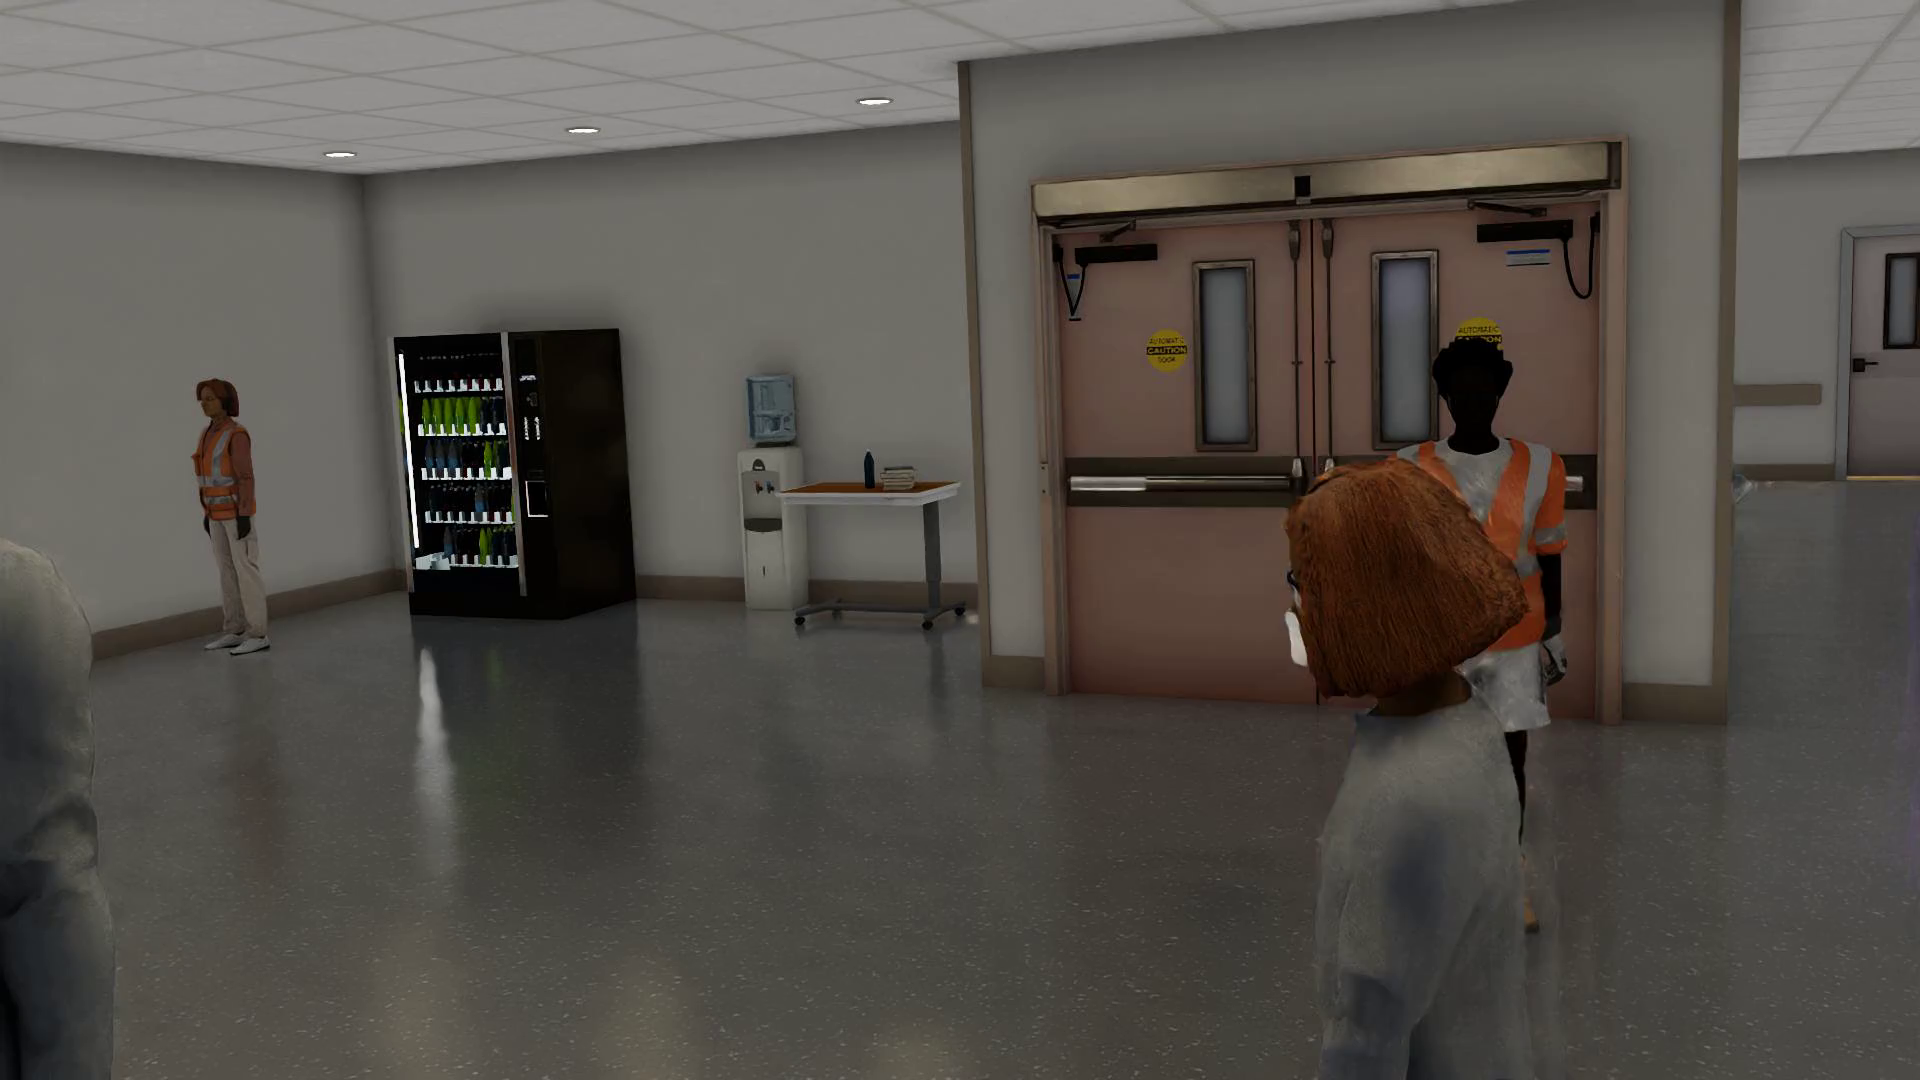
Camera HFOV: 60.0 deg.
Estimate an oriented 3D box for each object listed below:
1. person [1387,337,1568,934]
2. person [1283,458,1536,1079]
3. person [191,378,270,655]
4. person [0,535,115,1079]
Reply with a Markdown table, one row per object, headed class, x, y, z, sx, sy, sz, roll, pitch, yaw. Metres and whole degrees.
| class | x | y | z | sx | sy | sz | roll | pitch | yaw |
| --- | --- | --- | --- | --- | --- | --- | --- | --- | --- |
| person | 1.448 | 0.278 | 4.708 | 0.540 | 1.695 | 0.317 | -1 | 7 | 7 |
| person | 0.500 | 0.713 | 1.939 | 0.360 | 1.615 | 0.493 | -1 | 7 | 9 |
| person | -4.365 | -0.142 | 9.932 | 0.522 | 1.645 | 0.306 | 4 | 10 | 41 |
| person | -1.231 | 0.650 | 1.809 | 0.623 | 1.932 | 0.367 | -4 | 8 | -12 |
